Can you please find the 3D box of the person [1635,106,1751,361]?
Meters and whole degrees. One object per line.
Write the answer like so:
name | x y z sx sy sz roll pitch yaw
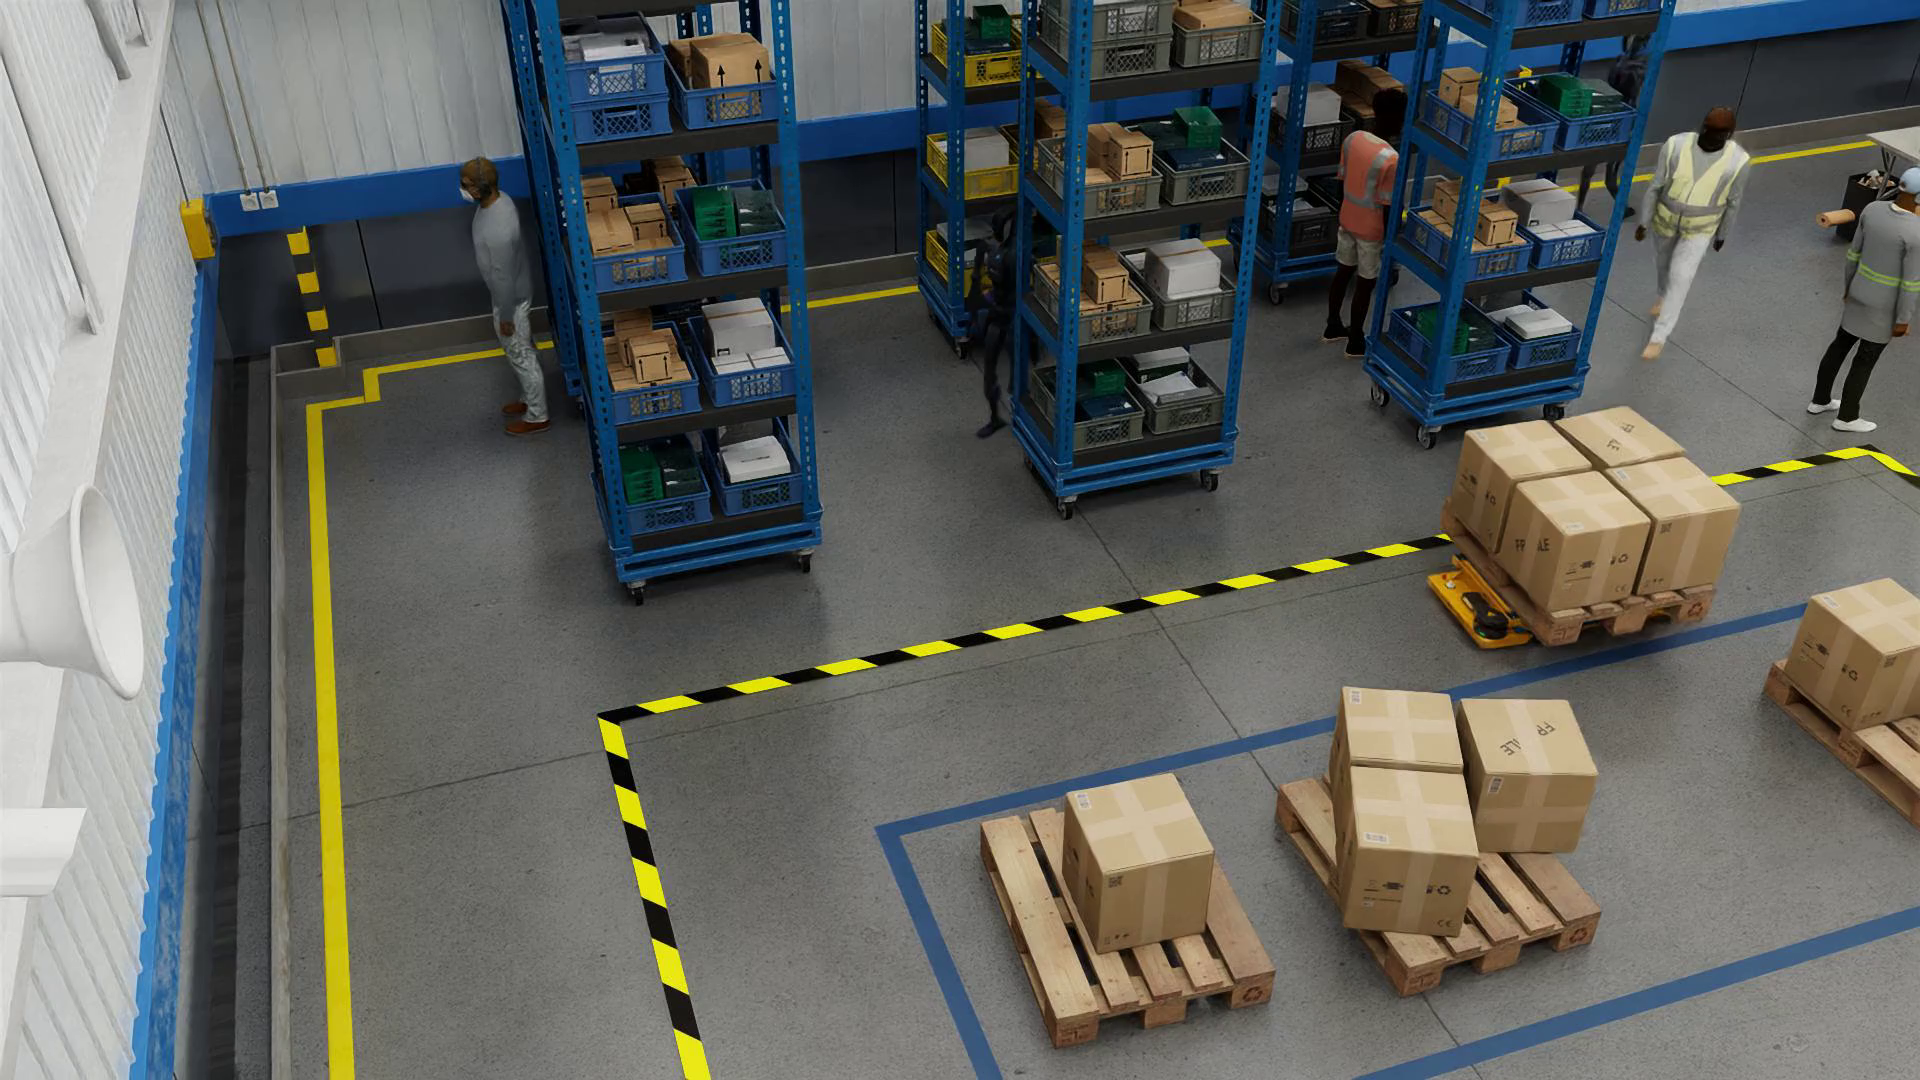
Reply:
person | 5.245 -2.286 11.989 0.606 1.791 0.972 23 41 29

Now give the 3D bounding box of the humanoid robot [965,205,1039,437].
humanoid robot | 0.330 -1.450 10.886 0.611 1.641 0.469 25 42 31

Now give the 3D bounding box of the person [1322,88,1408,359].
person | 2.879 -2.230 11.746 0.362 1.962 0.611 -14 38 -19

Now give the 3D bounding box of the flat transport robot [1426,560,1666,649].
flat transport robot | 3.526 0.258 9.666 1.431 0.197 0.652 -9 36 -12

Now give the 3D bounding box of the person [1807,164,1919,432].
person | 6.032 -1.581 10.924 0.370 1.853 0.589 -10 36 -13

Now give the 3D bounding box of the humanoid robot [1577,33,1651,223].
humanoid robot | 5.404 -3.387 13.675 0.578 1.653 0.599 -1 35 -2

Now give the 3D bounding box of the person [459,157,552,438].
person | -2.957 -1.584 10.867 0.369 1.932 0.620 -9 36 -12
